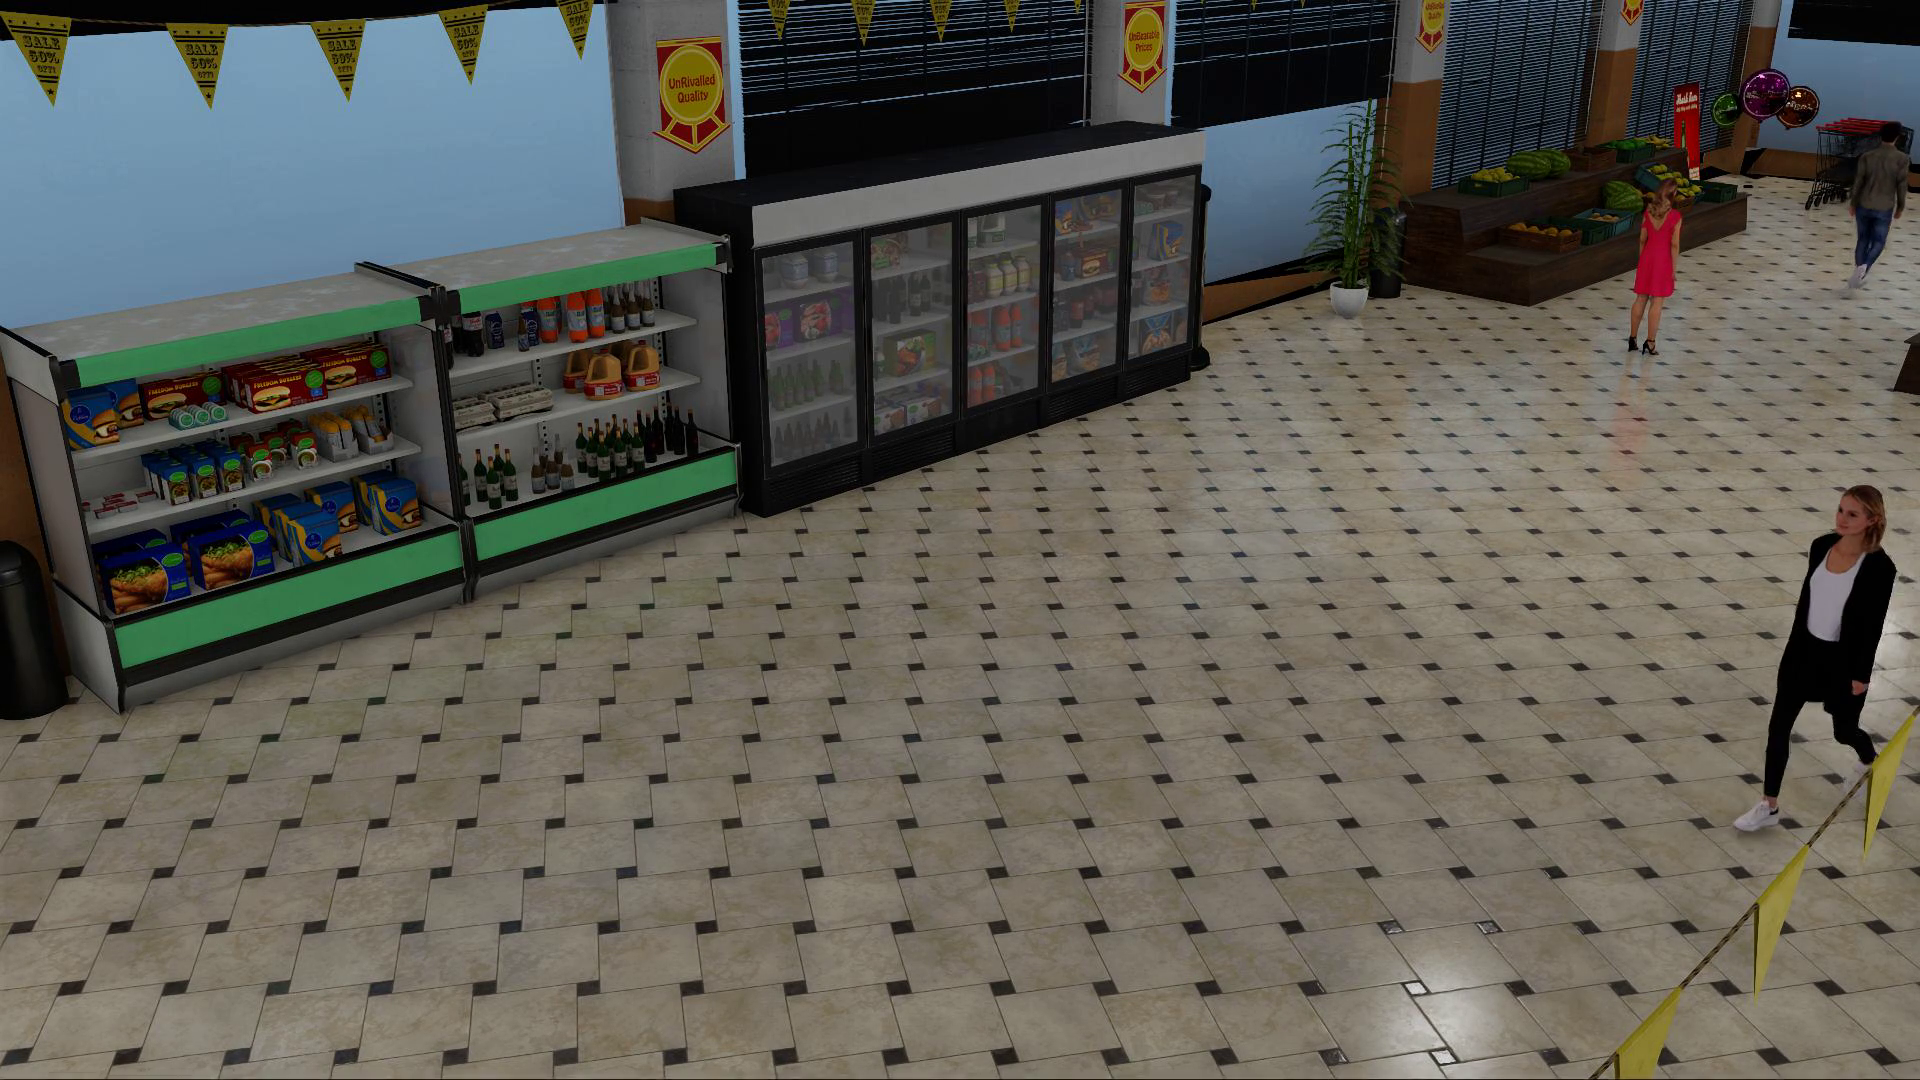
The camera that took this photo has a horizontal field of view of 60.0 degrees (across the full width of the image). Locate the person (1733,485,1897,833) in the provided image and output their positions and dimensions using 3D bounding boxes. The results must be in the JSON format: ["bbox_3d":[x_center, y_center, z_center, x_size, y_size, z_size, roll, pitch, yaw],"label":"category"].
[{"bbox_3d":[4.265,0.590,8.028,1.211,1.773,0.856,-11,25,-26],"label":"person"}]

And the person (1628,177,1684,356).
[{"bbox_3d":[6.774,-2.674,16.210,0.595,1.728,0.610,-14,26,-31],"label":"person"}]

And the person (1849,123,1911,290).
[{"bbox_3d":[10.220,-3.698,18.597,0.755,1.849,1.040,16,27,34],"label":"person"}]
